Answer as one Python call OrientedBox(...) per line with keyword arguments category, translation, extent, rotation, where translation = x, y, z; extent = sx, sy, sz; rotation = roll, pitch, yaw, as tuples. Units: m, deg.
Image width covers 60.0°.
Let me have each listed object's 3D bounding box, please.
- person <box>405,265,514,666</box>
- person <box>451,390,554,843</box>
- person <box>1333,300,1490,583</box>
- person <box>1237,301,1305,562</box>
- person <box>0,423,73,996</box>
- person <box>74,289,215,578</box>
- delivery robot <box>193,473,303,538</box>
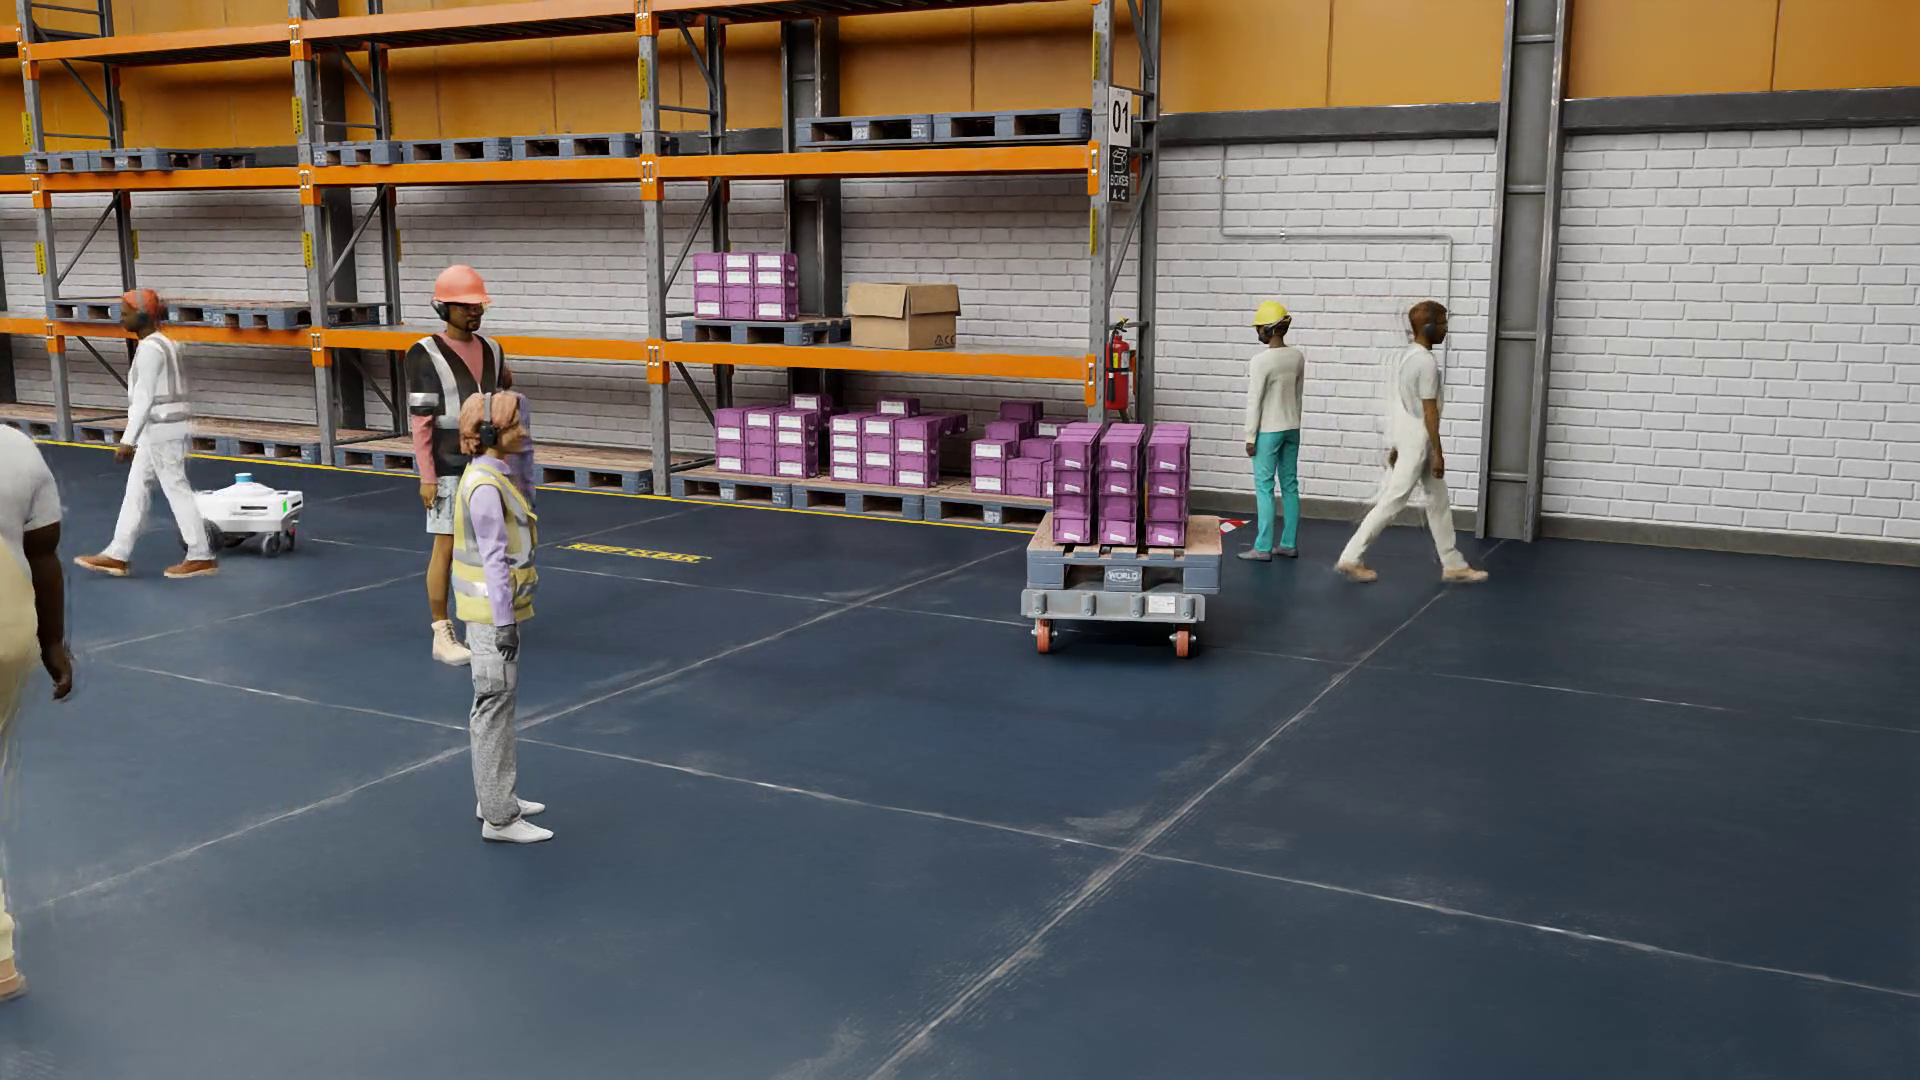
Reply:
OrientedBox(category="person", translation=(-2.542, -0.389, 8.597), extent=(0.397, 2.043, 0.609), rotation=(6, 12, 29))
OrientedBox(category="person", translation=(-1.681, 0.278, 6.050), extent=(0.309, 1.641, 0.514), rotation=(-3, 11, -18))
OrientedBox(category="person", translation=(2.843, -0.599, 10.434), extent=(0.987, 1.801, 0.523), rotation=(1, 10, 4))
OrientedBox(category="person", translation=(2.108, -0.729, 11.252), extent=(0.524, 1.761, 0.338), rotation=(-8, 13, -38))
OrientedBox(category="person", translation=(-3.111, 0.283, 4.923), extent=(0.998, 2.000, 0.688), rotation=(5, 12, 28))
OrientedBox(category="person", translation=(-5.225, -0.650, 10.541), extent=(0.834, 1.851, 0.598), rotation=(-5, 11, -24))
OrientedBox(category="delivery robot", translation=(-4.932, -0.219, 11.493), extent=(0.707, 0.478, 0.477), rotation=(0, 10, -1))
